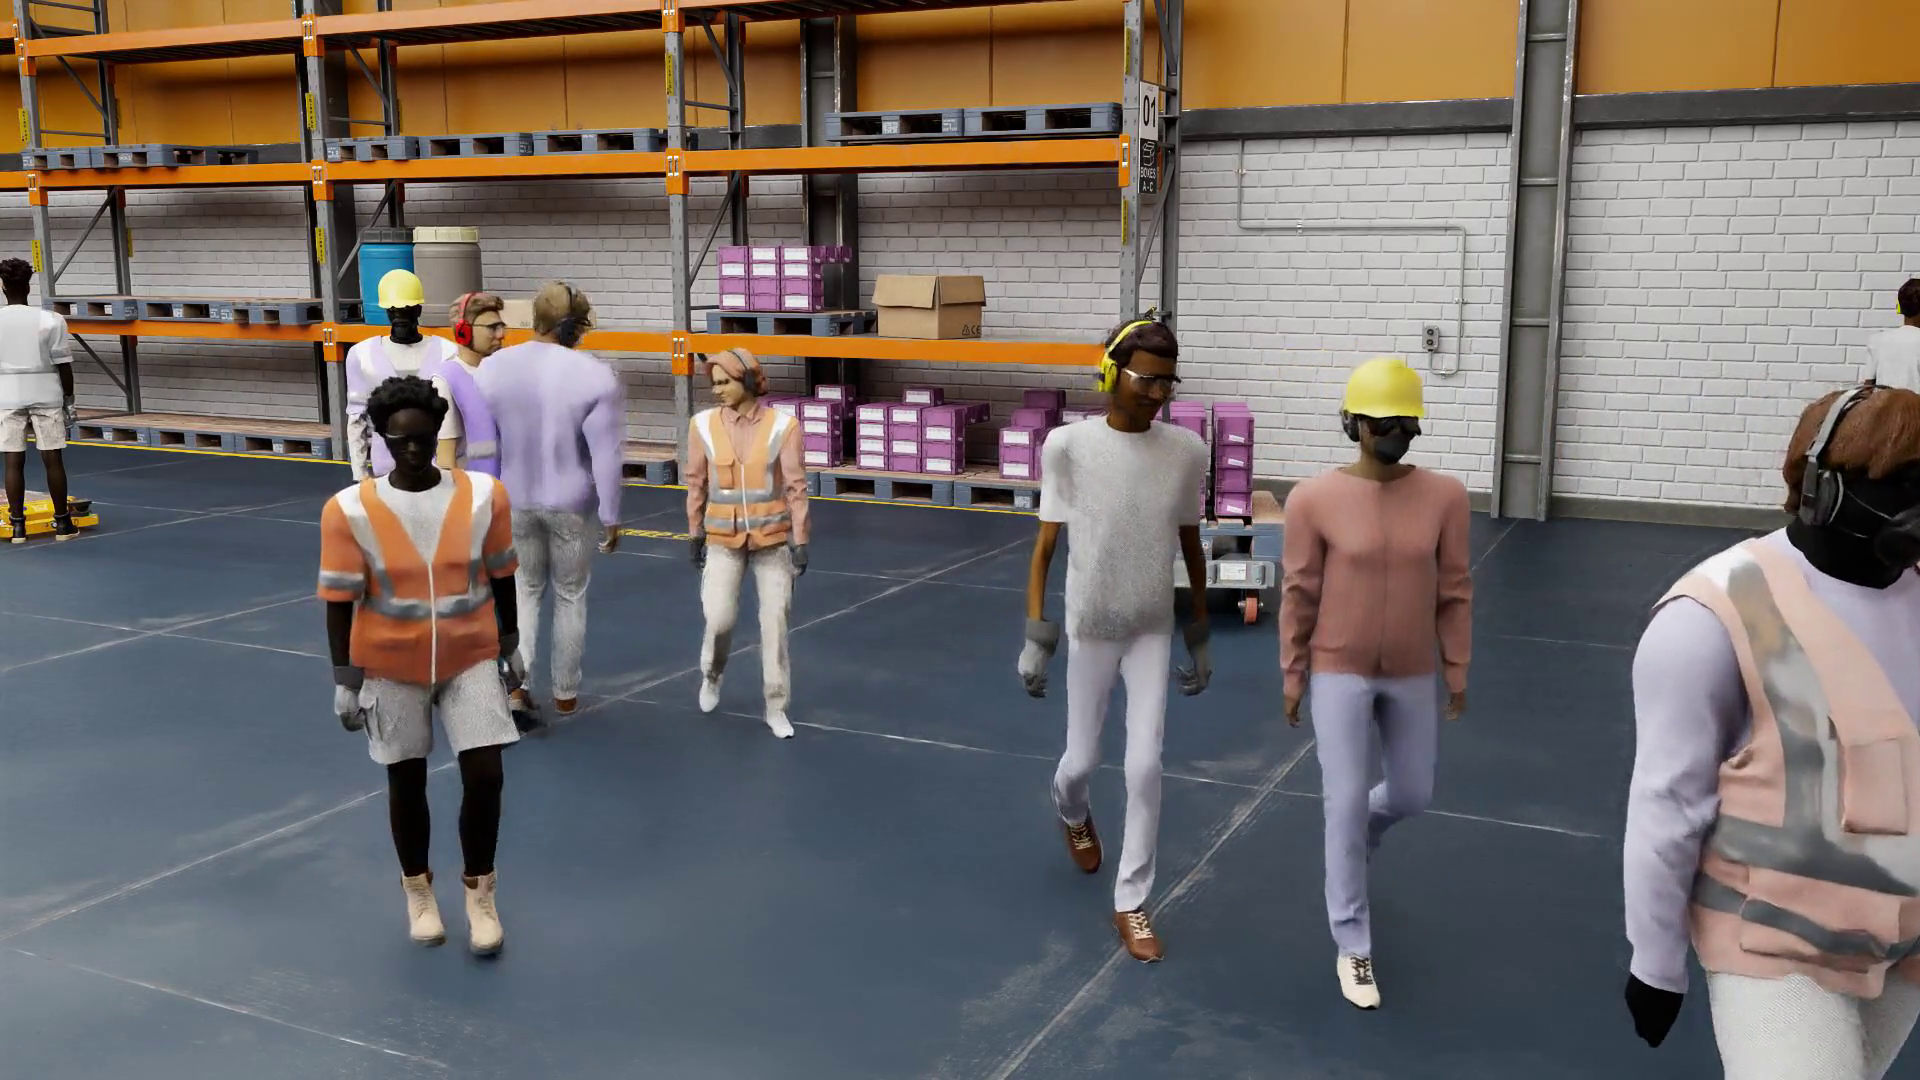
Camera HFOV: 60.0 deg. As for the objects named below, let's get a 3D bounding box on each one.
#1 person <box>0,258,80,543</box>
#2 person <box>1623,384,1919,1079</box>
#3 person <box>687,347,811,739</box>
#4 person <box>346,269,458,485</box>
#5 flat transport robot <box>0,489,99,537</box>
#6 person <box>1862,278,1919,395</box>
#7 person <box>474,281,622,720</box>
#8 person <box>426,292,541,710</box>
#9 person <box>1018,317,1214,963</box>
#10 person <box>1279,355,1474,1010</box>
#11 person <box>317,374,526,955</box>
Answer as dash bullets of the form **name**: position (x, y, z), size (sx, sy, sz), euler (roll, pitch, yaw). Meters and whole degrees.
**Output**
- **person**: position (-6.446, -0.957, 11.505), size (0.611, 1.966, 0.362), euler (-4, 11, -23)
- **person**: position (1.441, 0.673, 2.630), size (0.640, 1.824, 0.696), euler (-3, 10, -18)
- **person**: position (-0.878, 0.012, 6.925), size (0.509, 1.627, 0.416), euler (0, 10, -3)
- **person**: position (-2.729, -0.376, 8.291), size (0.594, 1.924, 0.382), euler (-3, 10, -17)
- **flat transport robot**: position (-7.010, -0.216, 12.113), size (1.431, 0.197, 0.652), euler (6, 11, 30)
- **person**: position (5.456, -0.577, 9.603), size (0.322, 1.871, 0.531), euler (-6, 11, -29)
- **person**: position (-1.728, -0.138, 7.059), size (0.679, 1.904, 0.601), euler (1, 10, 5)
- **person**: position (-2.049, -0.120, 7.054), size (0.390, 1.847, 0.564), euler (1, 10, 8)
- **person**: position (0.451, 0.257, 4.955), size (0.594, 1.835, 0.732), euler (-1, 10, -7)
- **person**: position (1.142, 0.347, 4.666), size (0.537, 1.747, 0.726), euler (-1, 10, -5)
- **person**: position (-1.503, 0.369, 4.708), size (0.568, 1.672, 0.549), euler (-4, 11, -24)
